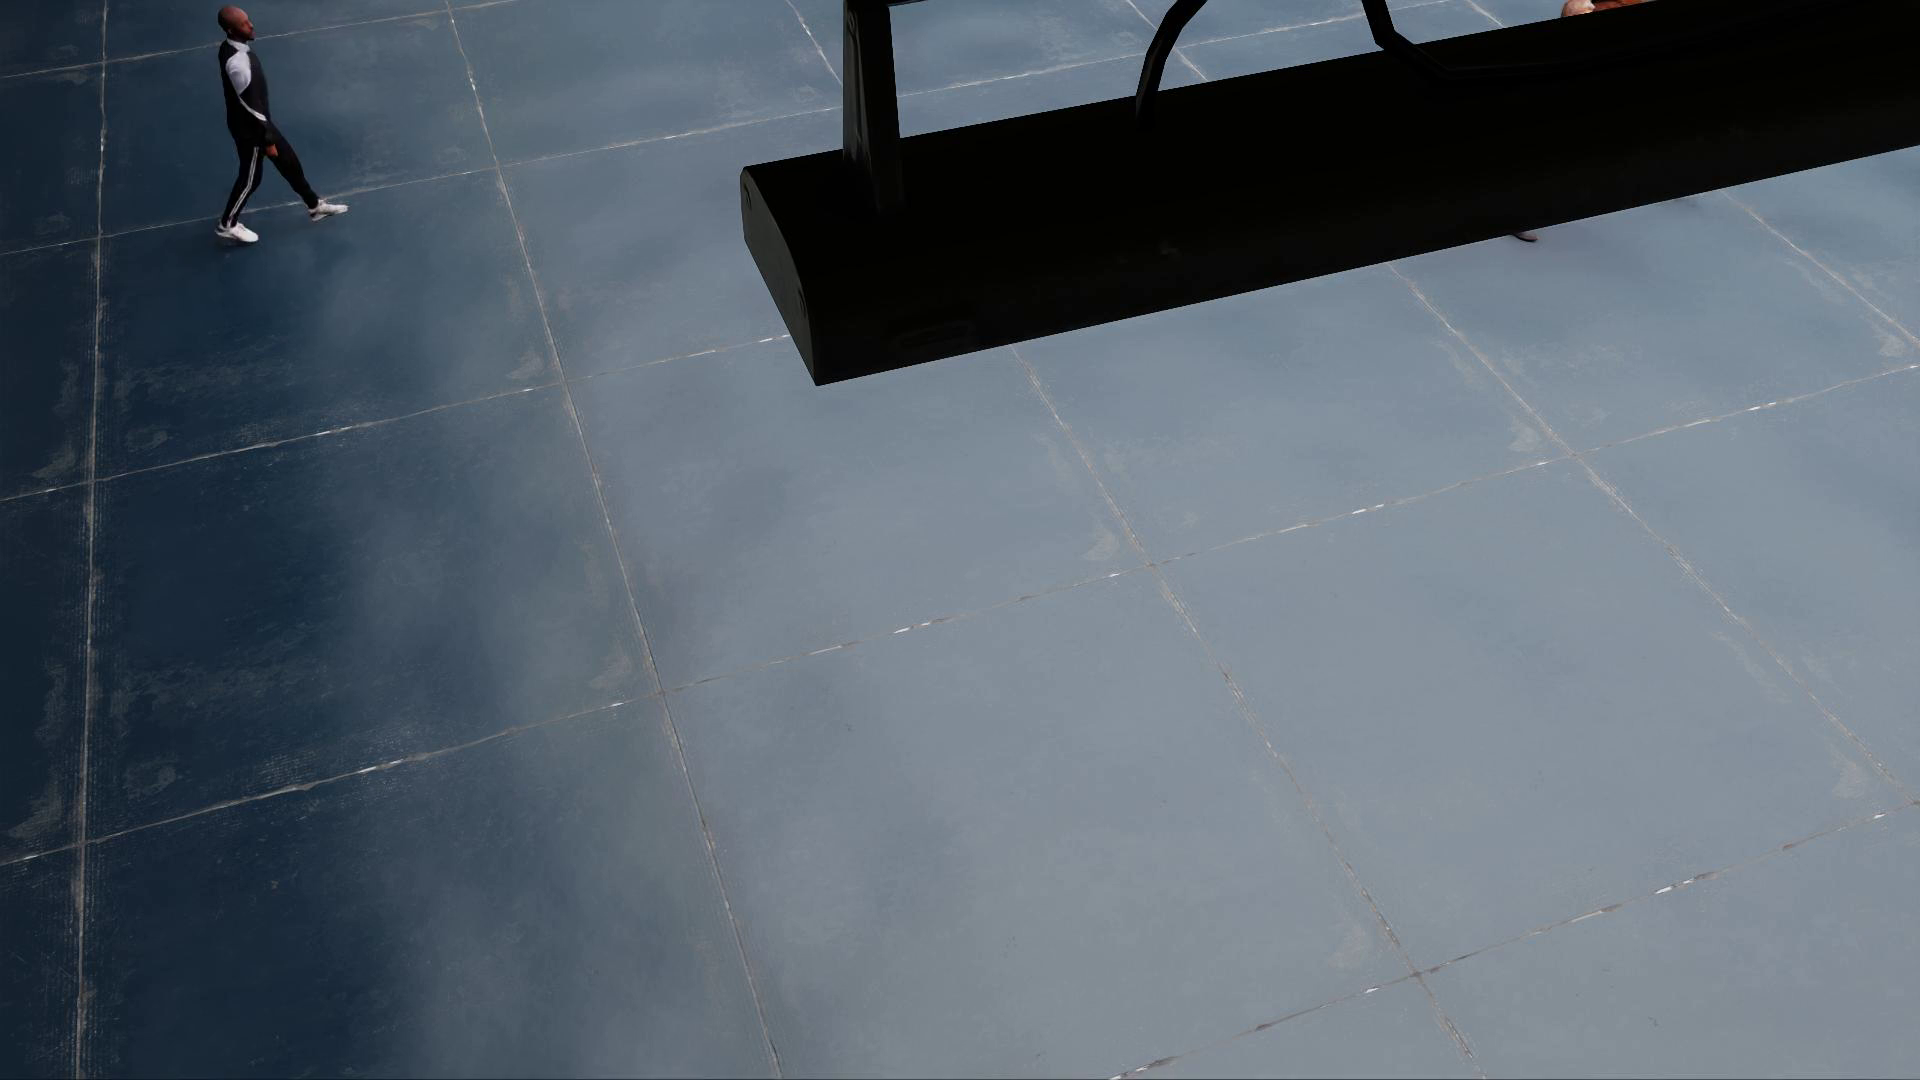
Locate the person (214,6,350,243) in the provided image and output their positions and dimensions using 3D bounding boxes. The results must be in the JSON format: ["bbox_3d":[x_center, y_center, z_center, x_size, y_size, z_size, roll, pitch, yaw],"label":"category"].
[{"bbox_3d":[-5.223,-2.975,12.017,0.816,1.802,1.146,-15,45,-15],"label":"person"}]

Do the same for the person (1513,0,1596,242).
[{"bbox_3d":[4.293,-3.089,12.128,0.807,1.816,0.781,24,48,23],"label":"person"}]
